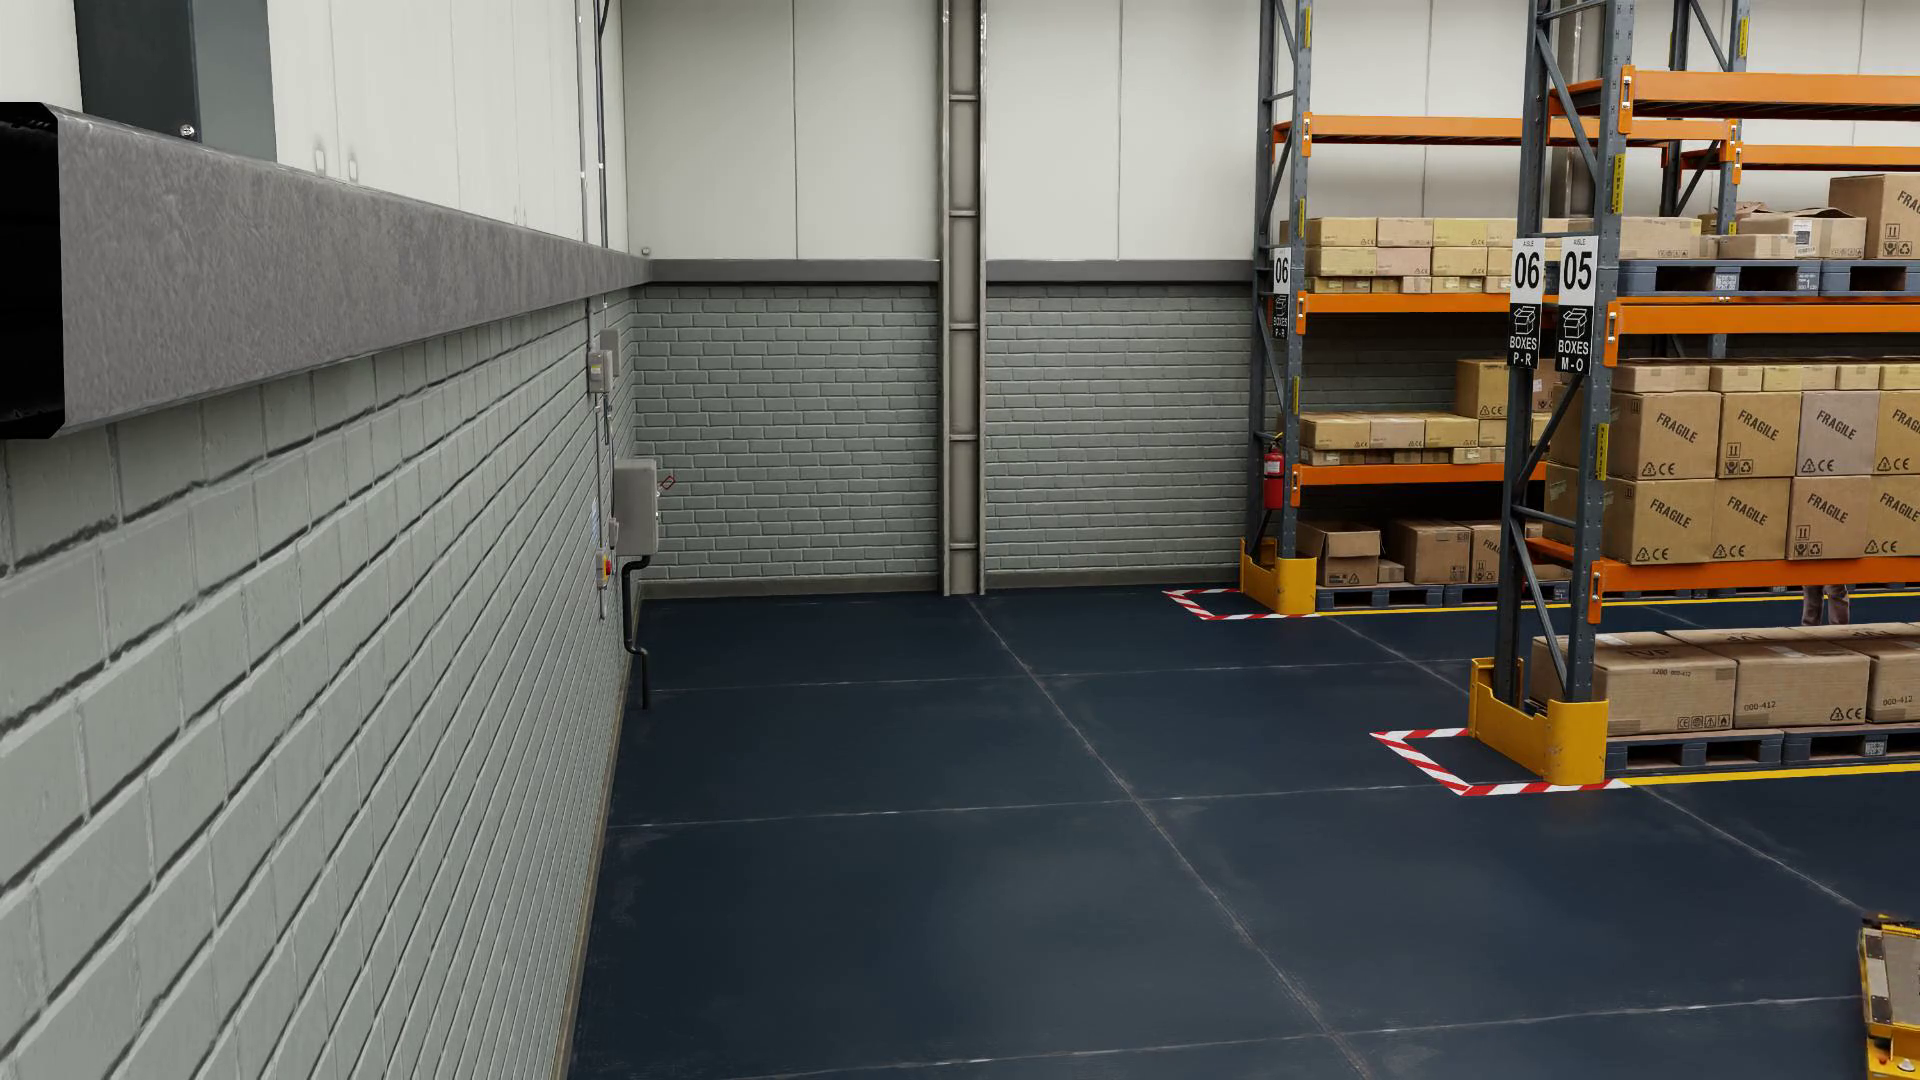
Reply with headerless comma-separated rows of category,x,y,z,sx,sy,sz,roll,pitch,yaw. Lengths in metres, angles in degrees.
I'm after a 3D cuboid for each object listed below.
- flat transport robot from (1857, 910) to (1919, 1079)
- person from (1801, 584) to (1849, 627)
flat transport robot,3.955,1.839,6.599,0.652,0.197,1.431,5,10,26
person,6.603,-0.006,12.701,0.392,1.986,0.610,-2,9,-12
